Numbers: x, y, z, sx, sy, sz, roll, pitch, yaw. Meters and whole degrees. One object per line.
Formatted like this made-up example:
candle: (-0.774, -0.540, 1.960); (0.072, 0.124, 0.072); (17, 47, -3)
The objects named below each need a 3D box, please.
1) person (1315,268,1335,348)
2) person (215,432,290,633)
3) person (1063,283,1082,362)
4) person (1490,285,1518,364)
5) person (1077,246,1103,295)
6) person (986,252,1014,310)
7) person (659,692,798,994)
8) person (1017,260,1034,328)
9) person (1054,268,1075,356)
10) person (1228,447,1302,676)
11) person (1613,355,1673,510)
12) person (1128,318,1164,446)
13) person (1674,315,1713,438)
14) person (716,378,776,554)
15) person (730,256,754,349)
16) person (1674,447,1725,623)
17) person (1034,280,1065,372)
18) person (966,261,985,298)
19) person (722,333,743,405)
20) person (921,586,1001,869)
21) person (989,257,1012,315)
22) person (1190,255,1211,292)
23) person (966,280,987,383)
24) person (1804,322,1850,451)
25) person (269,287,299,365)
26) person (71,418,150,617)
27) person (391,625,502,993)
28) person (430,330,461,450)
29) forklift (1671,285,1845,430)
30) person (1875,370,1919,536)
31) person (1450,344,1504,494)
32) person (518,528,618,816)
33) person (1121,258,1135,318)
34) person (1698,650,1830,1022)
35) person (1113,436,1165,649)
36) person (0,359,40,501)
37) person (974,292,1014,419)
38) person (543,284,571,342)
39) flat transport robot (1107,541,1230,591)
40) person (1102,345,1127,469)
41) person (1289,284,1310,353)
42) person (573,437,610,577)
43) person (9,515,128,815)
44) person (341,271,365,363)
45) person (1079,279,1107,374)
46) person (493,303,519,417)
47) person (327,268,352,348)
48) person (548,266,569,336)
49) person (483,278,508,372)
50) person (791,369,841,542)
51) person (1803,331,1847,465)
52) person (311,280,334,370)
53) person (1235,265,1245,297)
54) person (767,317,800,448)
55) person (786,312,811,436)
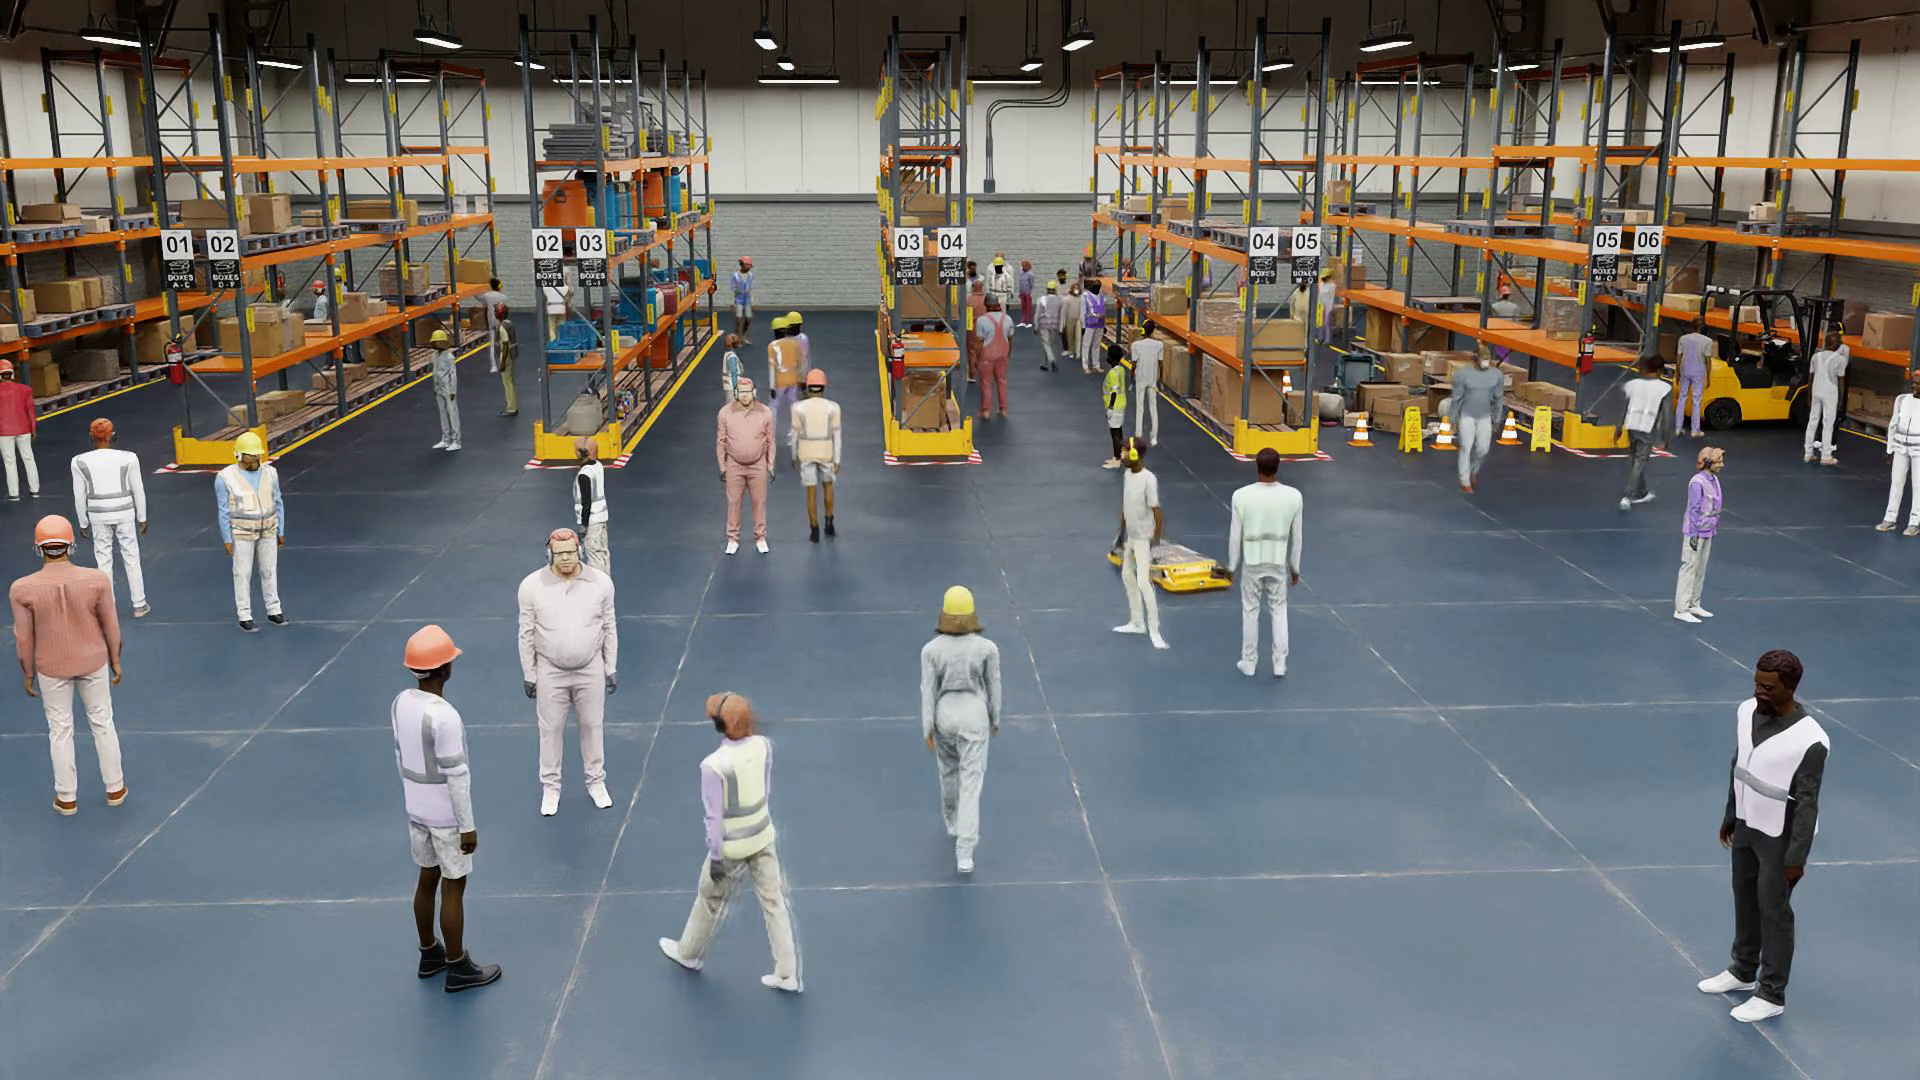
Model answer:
person: (7.964, -5.063, 36.353); (0.381, 1.743, 0.532); (-9, 16, -35)
person: (-6.391, -0.076, 15.064); (0.403, 1.824, 0.591); (12, 18, 41)
person: (2.376, -4.513, 34.367); (0.511, 1.594, 0.880); (0, 13, -1)
person: (10.445, -4.015, 31.941); (0.566, 1.729, 0.657); (-3, 14, -11)
person: (3.173, -6.176, 40.571); (1.075, 1.980, 0.625); (-13, 18, -43)
person: (0.945, -5.901, 39.624); (0.674, 1.863, 0.932); (1, 13, 4)
person: (-1.189, 1.554, 8.642); (0.859, 1.592, 0.545); (10, 16, 35)
person: (1.611, -6.004, 40.577); (0.285, 1.631, 0.501); (-10, 17, -37)
person: (2.246, -4.841, 35.226); (0.540, 1.834, 0.643); (4, 14, 17)
person: (2.520, 0.188, 13.742); (0.597, 1.915, 0.376); (0, 13, -2)
person: (8.266, -1.309, 20.213); (0.997, 1.867, 0.646); (-11, 17, -39)
person: (2.729, -2.311, 24.418); (0.533, 1.872, 0.315); (-2, 13, -9)
person: (11.091, -2.473, 25.163); (0.516, 1.843, 0.326); (13, 18, 43)
person: (-2.297, -0.794, 17.915); (0.637, 1.911, 0.406); (-2, 13, -8)
person: (-4.844, -5.208, 36.457); (0.527, 1.994, 0.691); (12, 18, 42)
person: (6.846, -0.055, 15.385); (0.311, 1.632, 0.516); (12, 18, 42)
person: (1.762, -4.137, 32.317); (0.598, 1.802, 0.756); (-5, 14, -21)
person: (0.301, -5.108, 36.214); (0.614, 1.895, 0.670); (-5, 14, -19)
person: (-3.343, -2.216, 24.503); (0.305, 1.645, 0.522); (-4, 14, -16)
person: (0.001, 1.125, 10.235); (0.483, 1.702, 0.909); (2, 13, 8)
person: (0.875, -5.345, 37.152); (0.594, 1.926, 0.366); (11, 17, 38)
person: (6.052, -6.469, 41.782); (0.650, 1.989, 0.514); (-9, 16, -33)
person: (0.320, -3.895, 31.062); (0.652, 1.904, 0.403); (-5, 14, -22)
person: (12.568, -2.216, 24.021); (0.329, 1.872, 0.507); (-2, 13, -8)
person: (-13.519, -4.269, 33.295); (0.521, 1.603, 0.806); (1, 13, 4)
person: (-7.858, -0.193, 15.424); (0.584, 1.882, 0.348); (-6, 15, -24)
person: (-2.680, 1.384, 8.615); (0.552, 1.942, 0.342); (12, 18, 40)
person: (-7.475, -2.171, 24.100); (0.487, 1.744, 0.312); (11, 17, 40)
forklift: (12.503, -2.886, 26.166); (2.313, 2.155, 1.214); (-1, 13, -3)
person: (10.764, -0.992, 18.807); (0.356, 1.883, 0.573); (-9, 16, -33)
person: (6.529, -1.540, 21.057); (0.670, 1.917, 0.485); (0, 13, 2)
person: (-2.557, 0.857, 10.925); (0.640, 1.909, 0.409); (-5, 14, -20)
person: (4.095, -6.123, 41.068); (0.522, 1.639, 0.309); (-4, 14, -17)
person: (4.064, 1.464, 8.352); (0.397, 1.911, 0.587); (-2, 13, -10)
person: (1.624, 0.020, 14.686); (0.338, 1.851, 0.698); (-5, 14, -19)
person: (-11.795, -1.372, 20.695); (0.342, 1.749, 0.572); (10, 17, 36)
person: (0.500, -3.000, 26.976); (0.688, 2.000, 0.536); (-8, 15, -29)
person: (-8.427, -4.730, 34.765); (0.584, 1.825, 0.581); (-4, 14, -15)
flat transport robot: (2.121, 0.237, 17.056); (0.652, 0.197, 1.431); (-5, 14, -21)
person: (2.103, -1.812, 22.678); (0.320, 1.697, 0.531); (4, 14, 15)
person: (7.243, -4.767, 35.181); (0.559, 1.707, 0.901); (4, 14, 16)
person: (-3.517, -0.179, 15.883); (0.311, 1.642, 0.512); (1, 13, 4)
person: (-5.828, 0.815, 10.912); (0.611, 1.995, 0.375); (-9, 16, -32)
person: (-12.424, -4.570, 33.881); (0.543, 1.928, 0.400); (-10, 17, -38)
person: (2.599, -4.140, 32.247); (0.621, 1.838, 0.429); (-9, 16, -33)
person: (-7.395, -2.940, 27.139); (0.375, 1.843, 0.575); (-1, 13, -6)
person: (-13.536, -5.046, 36.283); (0.488, 1.743, 0.317); (-12, 18, -41)
person: (-9.354, -5.705, 38.574); (0.621, 1.967, 0.694); (-6, 15, -24)
person: (-9.094, -4.237, 32.697); (0.515, 1.822, 0.969); (0, 13, -1)
person: (-1.617, -0.961, 18.630); (0.550, 1.912, 0.747); (-2, 13, -9)
person: (11.972, -1.965, 23.011); (0.346, 1.845, 0.505); (-8, 15, -29)
person: (-12.607, -4.253, 32.894); (0.327, 1.753, 0.560); (-5, 14, -21)
person: (7.272, -6.720, 43.325); (0.328, 1.767, 0.532); (2, 13, 8)
person: (-2.650, -2.317, 24.385); (0.615, 1.886, 0.908); (-12, 18, -41)
person: (-2.445, -2.478, 25.041); (0.410, 1.918, 0.585); (-6, 15, -25)
